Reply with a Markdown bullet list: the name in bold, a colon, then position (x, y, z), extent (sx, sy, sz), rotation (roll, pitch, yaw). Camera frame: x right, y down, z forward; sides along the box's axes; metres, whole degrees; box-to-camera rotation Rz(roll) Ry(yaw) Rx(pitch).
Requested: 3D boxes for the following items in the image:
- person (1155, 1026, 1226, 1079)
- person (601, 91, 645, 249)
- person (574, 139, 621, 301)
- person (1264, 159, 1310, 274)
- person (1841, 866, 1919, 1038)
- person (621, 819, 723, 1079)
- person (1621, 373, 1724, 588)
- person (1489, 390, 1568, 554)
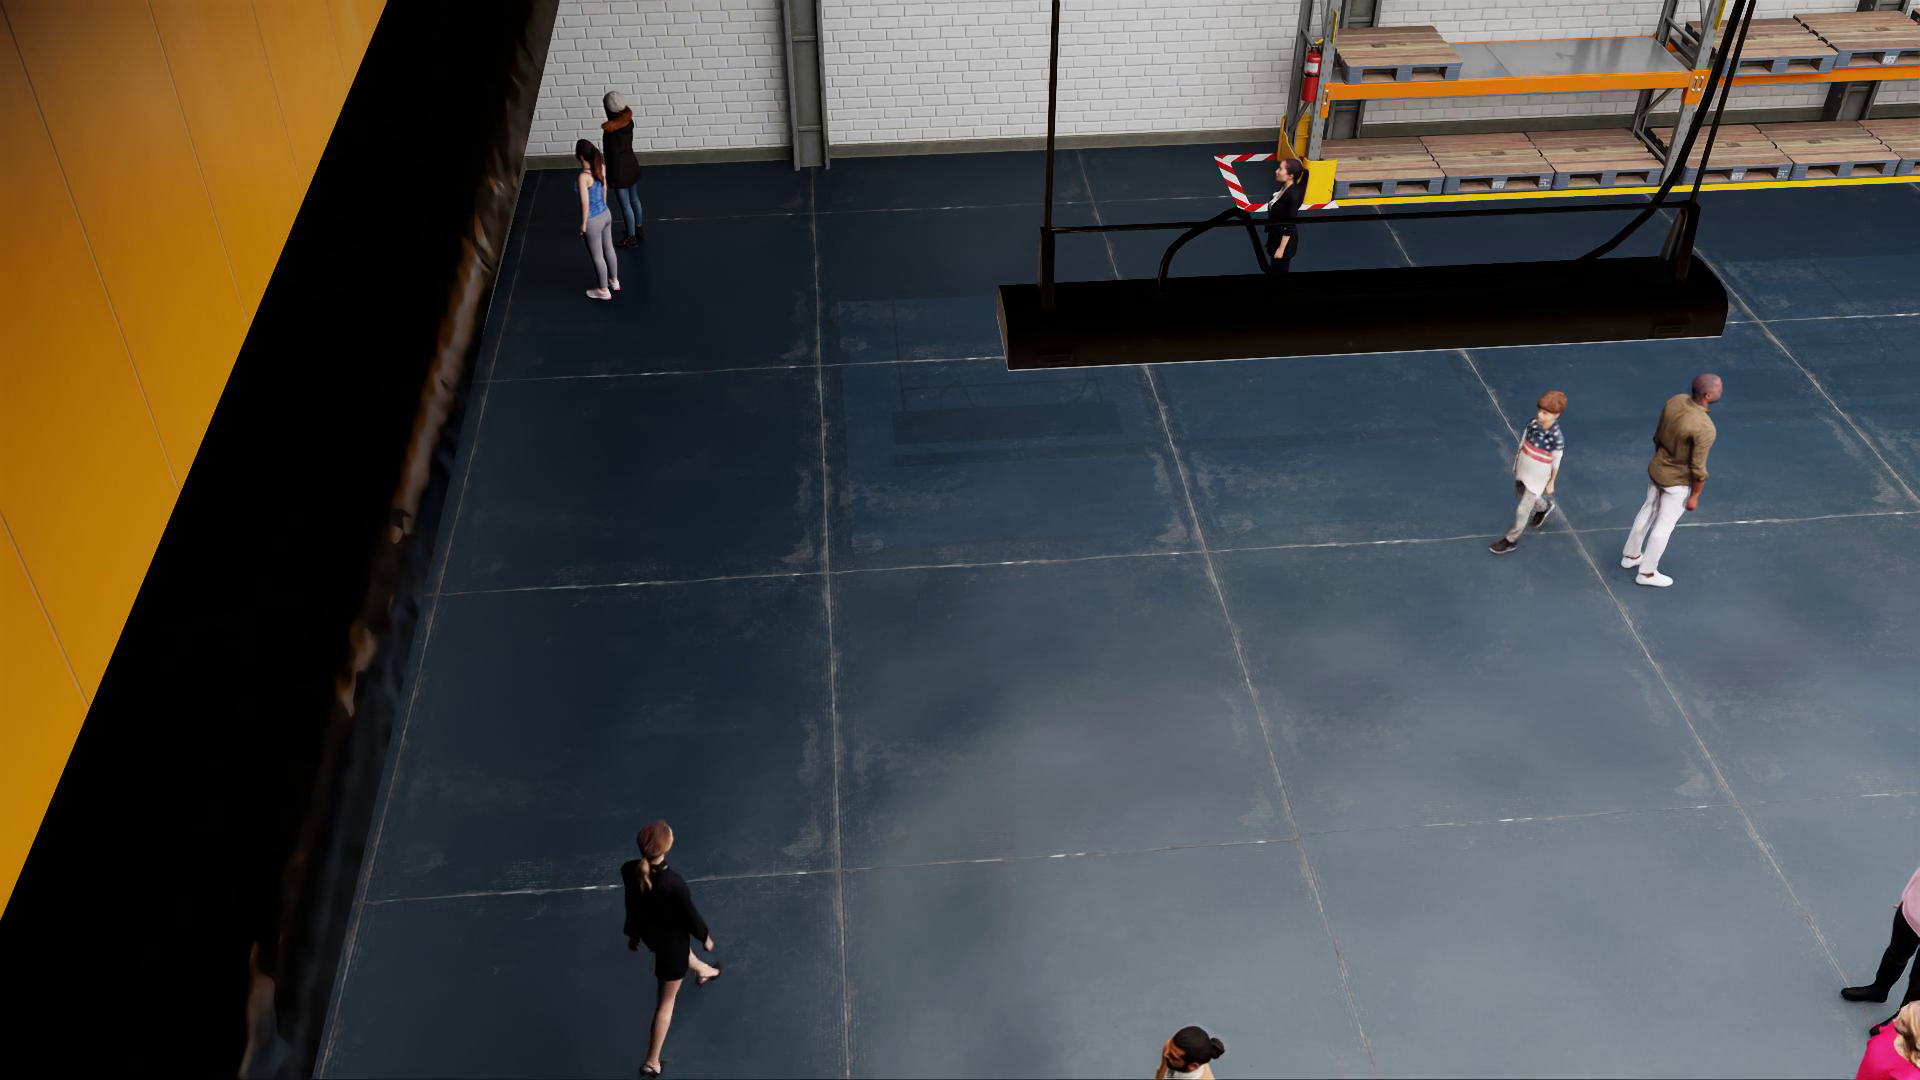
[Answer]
- **person**: position (1.087, 2.959, 8.212), extent (0.632, 1.753, 0.701), rotation (-10, 40, -13)
- **person**: position (-3.381, -3.725, 16.675), extent (0.722, 1.634, 0.714), rotation (9, 40, 12)
- **person**: position (-3.478, -3.071, 15.877), extent (0.678, 1.610, 0.652), rotation (14, 41, 17)
- **person**: position (3.006, -2.782, 15.473), extent (0.568, 1.662, 0.605), rotation (0, 39, 0)
- **person**: position (5.440, 2.144, 9.284), extent (0.562, 1.688, 0.621), rotation (-7, 39, -9)
- **person**: position (-1.646, 2.274, 9.103), extent (1.147, 1.710, 1.057), rotation (17, 42, 20)
- **person**: position (5.335, -0.470, 12.447), extent (0.584, 1.825, 0.746), rotation (-7, 39, -9)
- **person**: position (4.495, -0.559, 12.880), extent (0.967, 1.424, 0.741), rotation (-18, 42, -21)
